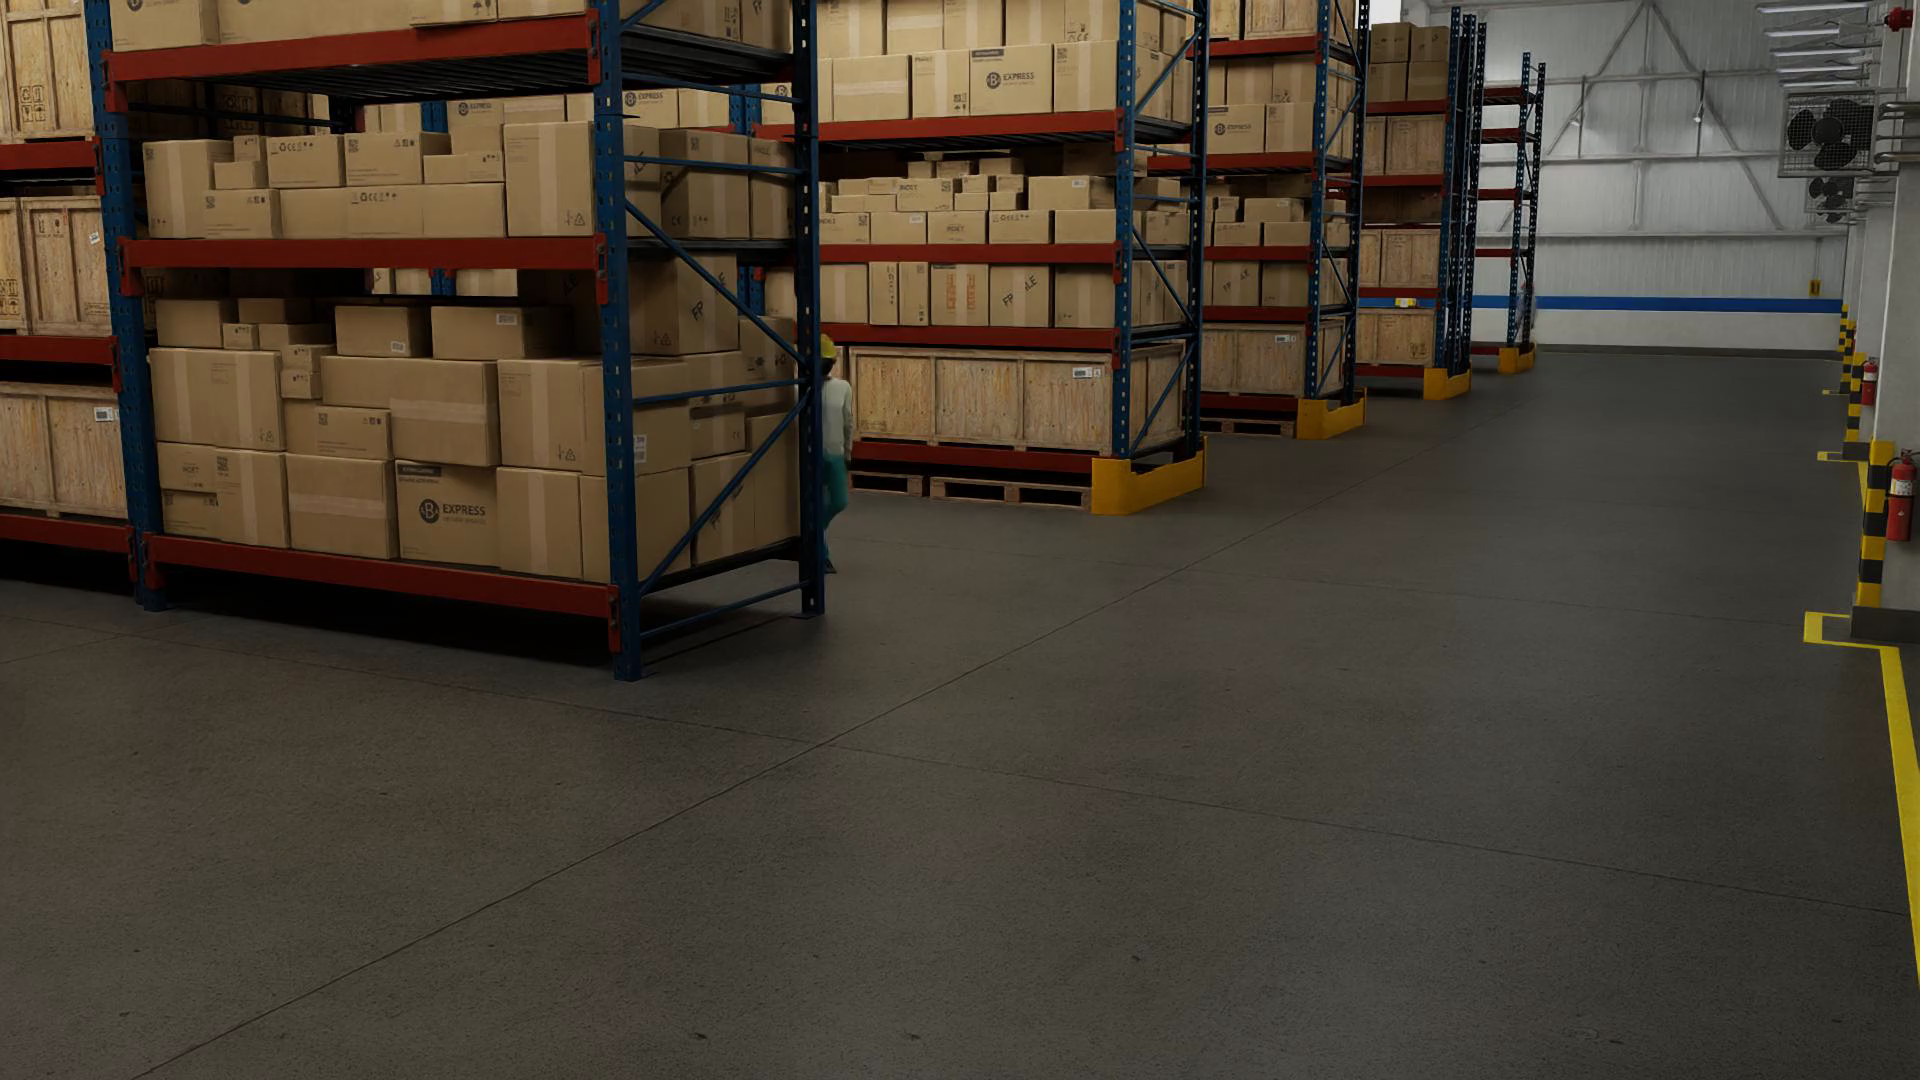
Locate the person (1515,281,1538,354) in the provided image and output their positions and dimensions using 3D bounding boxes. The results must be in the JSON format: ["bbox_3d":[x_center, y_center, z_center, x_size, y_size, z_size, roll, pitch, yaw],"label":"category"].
[{"bbox_3d":[12.345,-4.781,36.244,0.576,1.731,0.635,-8,12,-38],"label":"person"}]

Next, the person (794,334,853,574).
[{"bbox_3d":[-1.040,-0.643,12.241,0.530,1.752,0.554,-6,11,-31],"label":"person"}]
